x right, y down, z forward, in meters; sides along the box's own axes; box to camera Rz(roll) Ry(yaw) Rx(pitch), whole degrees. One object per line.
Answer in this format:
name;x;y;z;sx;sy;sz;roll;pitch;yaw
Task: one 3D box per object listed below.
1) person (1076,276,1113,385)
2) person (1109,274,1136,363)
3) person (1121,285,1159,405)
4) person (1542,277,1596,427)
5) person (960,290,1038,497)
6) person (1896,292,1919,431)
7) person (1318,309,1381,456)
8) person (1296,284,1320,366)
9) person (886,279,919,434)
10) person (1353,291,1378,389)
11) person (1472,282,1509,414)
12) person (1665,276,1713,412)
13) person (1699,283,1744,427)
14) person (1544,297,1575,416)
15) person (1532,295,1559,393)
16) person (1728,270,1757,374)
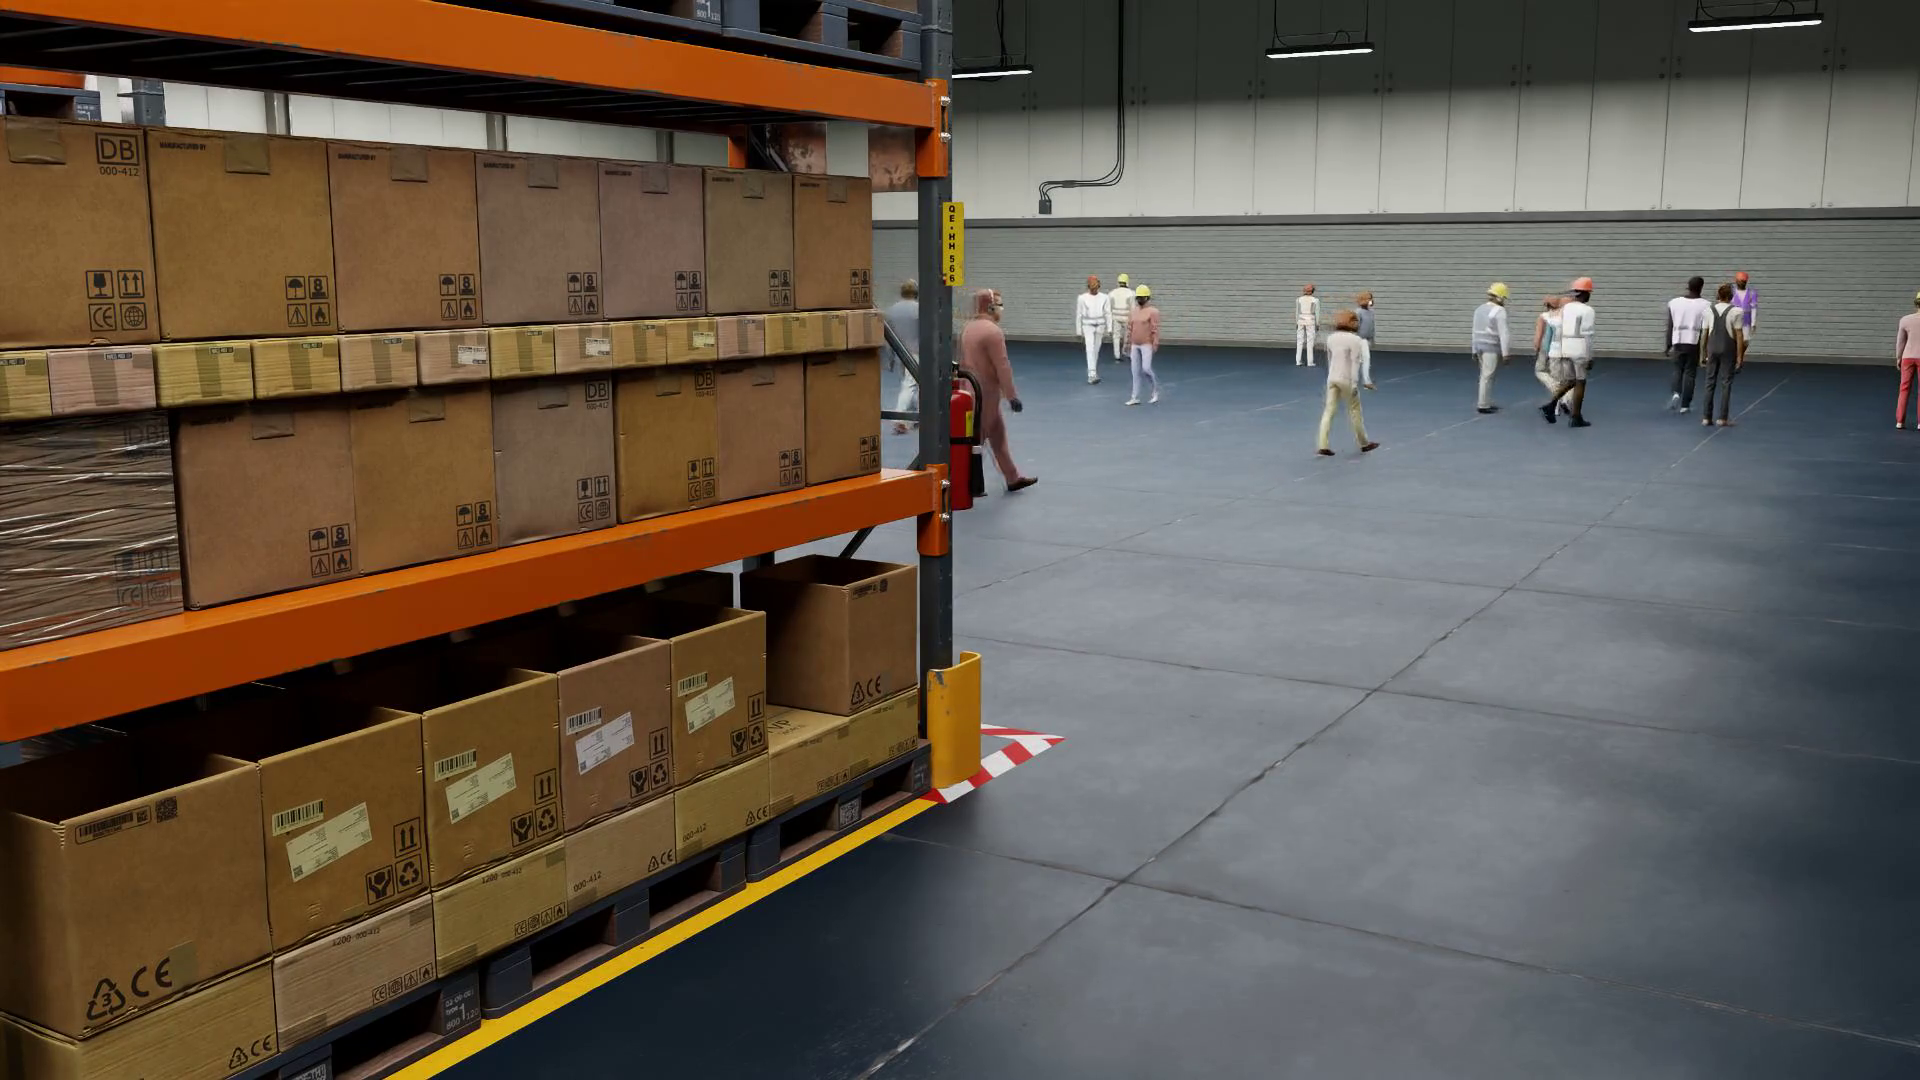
person;2.296;-3.572;28.368;0.578;1.832;0.989;-2;10;-14
person;3.373;-4.549;34.173;0.621;1.792;0.872;4;10;21
person;2.632;-2.847;24.327;0.546;1.763;0.384;9;13;43
person;7.791;-2.379;21.146;0.571;1.920;0.561;-4;10;-21
person;0.351;-1.317;15.071;0.946;1.867;0.650;-3;10;-16
person;12.018;-2.253;20.835;0.327;1.767;0.533;-8;12;-38
person;4.249;-1.713;18.168;0.829;1.593;0.522;-6;12;-33
person;6.883;-4.256;32.962;0.509;1.629;0.316;7;12;34
person;-0.631;-2.270;20.587;0.627;1.899;1.022;6;11;30
person;6.599;-3.292;27.372;0.507;1.605;0.714;-9;13;-44
person;7.325;-2.642;22.962;0.417;1.824;0.602;-3;10;-17
person;10.184;-2.731;23.240;0.623;1.899;0.447;8;12;38
person;9.737;-2.358;21.297;0.528;1.842;0.378;8;12;38
person;8.210;-2.487;22.629;0.516;1.626;0.368;5;11;28
person;8.503;-2.701;23.857;0.582;1.620;0.459;-3;10;-18
person;14.506;-4.061;30.958;0.556;1.926;0.632;3;10;18
